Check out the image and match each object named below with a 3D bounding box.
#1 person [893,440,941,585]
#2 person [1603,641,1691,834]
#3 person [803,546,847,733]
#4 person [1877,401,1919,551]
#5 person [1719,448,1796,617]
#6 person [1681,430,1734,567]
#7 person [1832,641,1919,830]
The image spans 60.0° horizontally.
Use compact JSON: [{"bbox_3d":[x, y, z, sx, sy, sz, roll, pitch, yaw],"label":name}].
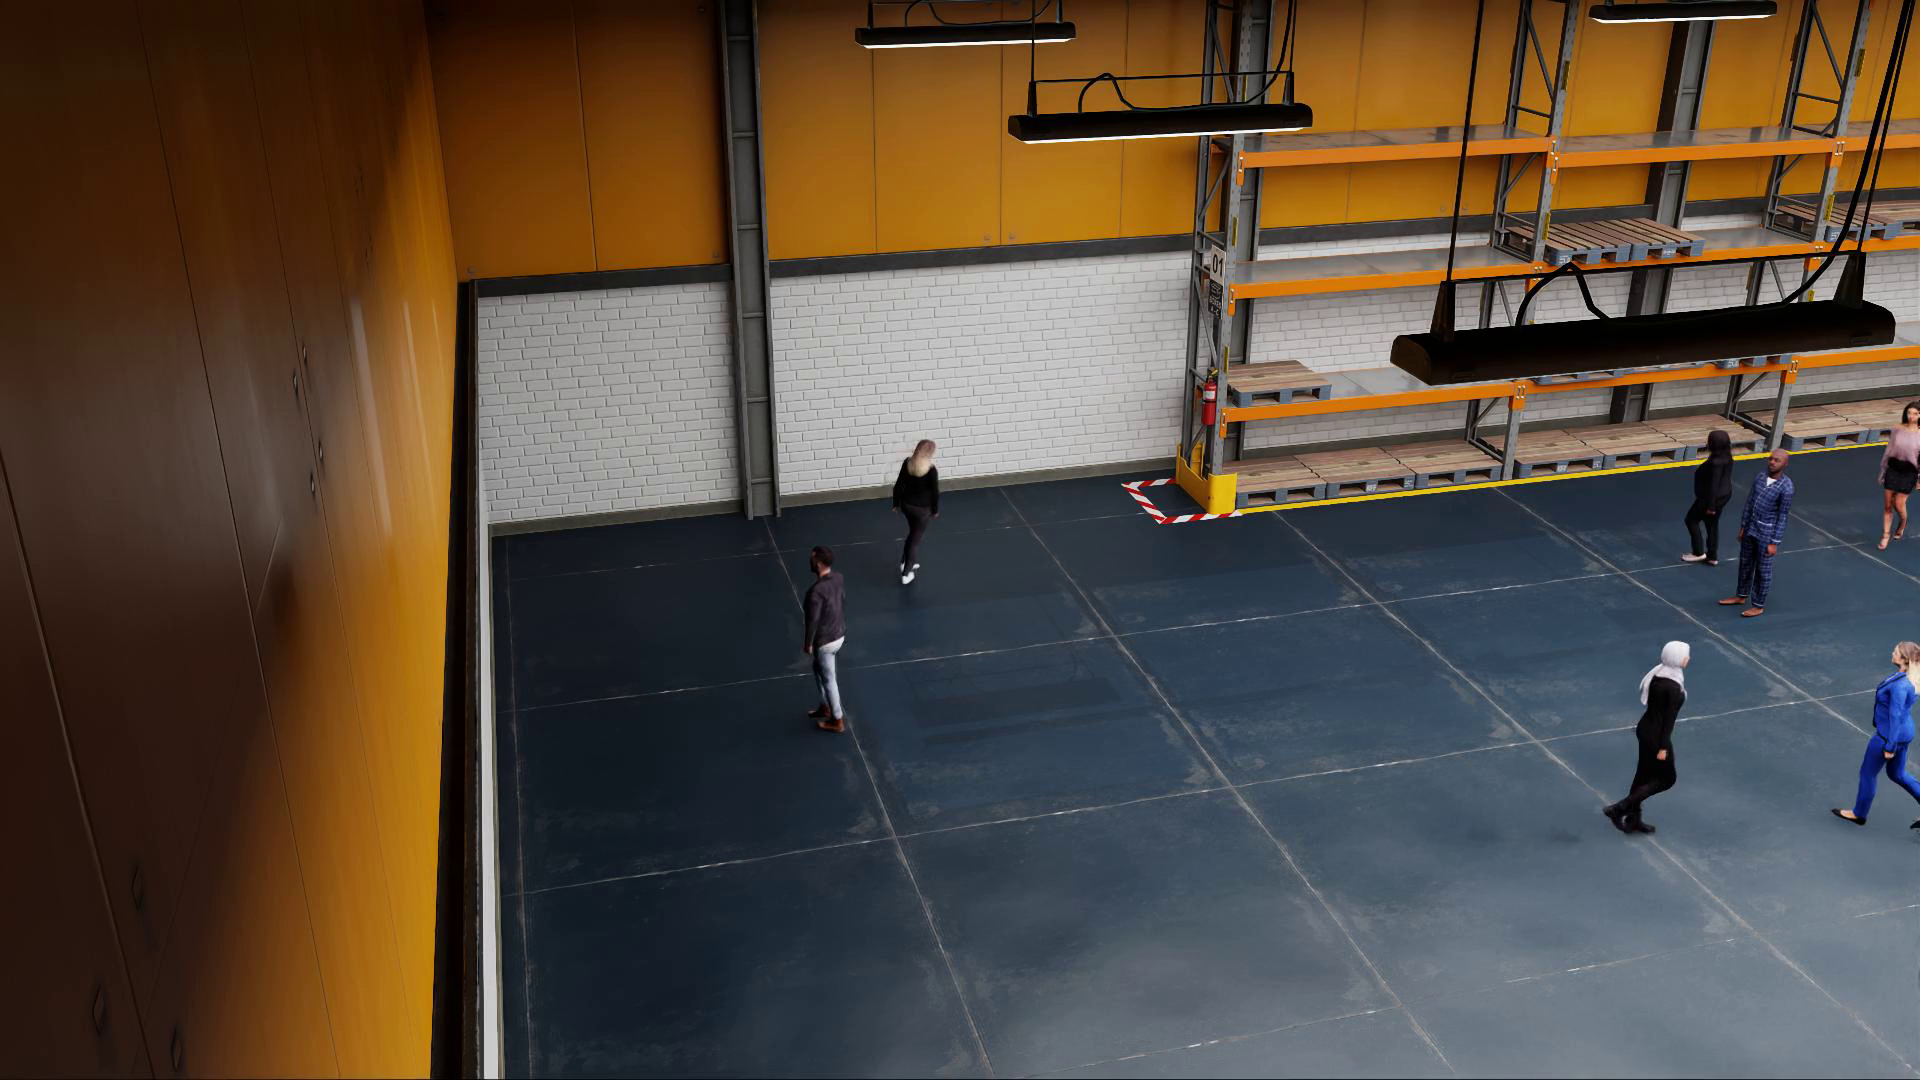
[{"bbox_3d":[-0.512,-0.294,17.973,0.806,1.646,0.856,8,25,17],"label":"person"},{"bbox_3d":[5.528,1.625,13.429,0.807,1.771,0.714,-1,24,-2],"label":"person"},{"bbox_3d":[-1.126,0.913,14.989,0.860,1.825,0.815,10,25,21],"label":"person"},{"bbox_3d":[10.662,-0.731,18.784,0.828,1.798,0.767,-17,29,-34],"label":"person"},{"bbox_3d":[8.359,-0.102,17.321,0.629,1.817,0.677,-9,25,-20],"label":"person"},{"bbox_3d":[8.393,-0.434,18.359,0.858,1.595,0.791,15,28,31],"label":"person"},{"bbox_3d":[7.684,1.641,13.513,1.054,1.673,1.052,15,28,31],"label":"person"}]
